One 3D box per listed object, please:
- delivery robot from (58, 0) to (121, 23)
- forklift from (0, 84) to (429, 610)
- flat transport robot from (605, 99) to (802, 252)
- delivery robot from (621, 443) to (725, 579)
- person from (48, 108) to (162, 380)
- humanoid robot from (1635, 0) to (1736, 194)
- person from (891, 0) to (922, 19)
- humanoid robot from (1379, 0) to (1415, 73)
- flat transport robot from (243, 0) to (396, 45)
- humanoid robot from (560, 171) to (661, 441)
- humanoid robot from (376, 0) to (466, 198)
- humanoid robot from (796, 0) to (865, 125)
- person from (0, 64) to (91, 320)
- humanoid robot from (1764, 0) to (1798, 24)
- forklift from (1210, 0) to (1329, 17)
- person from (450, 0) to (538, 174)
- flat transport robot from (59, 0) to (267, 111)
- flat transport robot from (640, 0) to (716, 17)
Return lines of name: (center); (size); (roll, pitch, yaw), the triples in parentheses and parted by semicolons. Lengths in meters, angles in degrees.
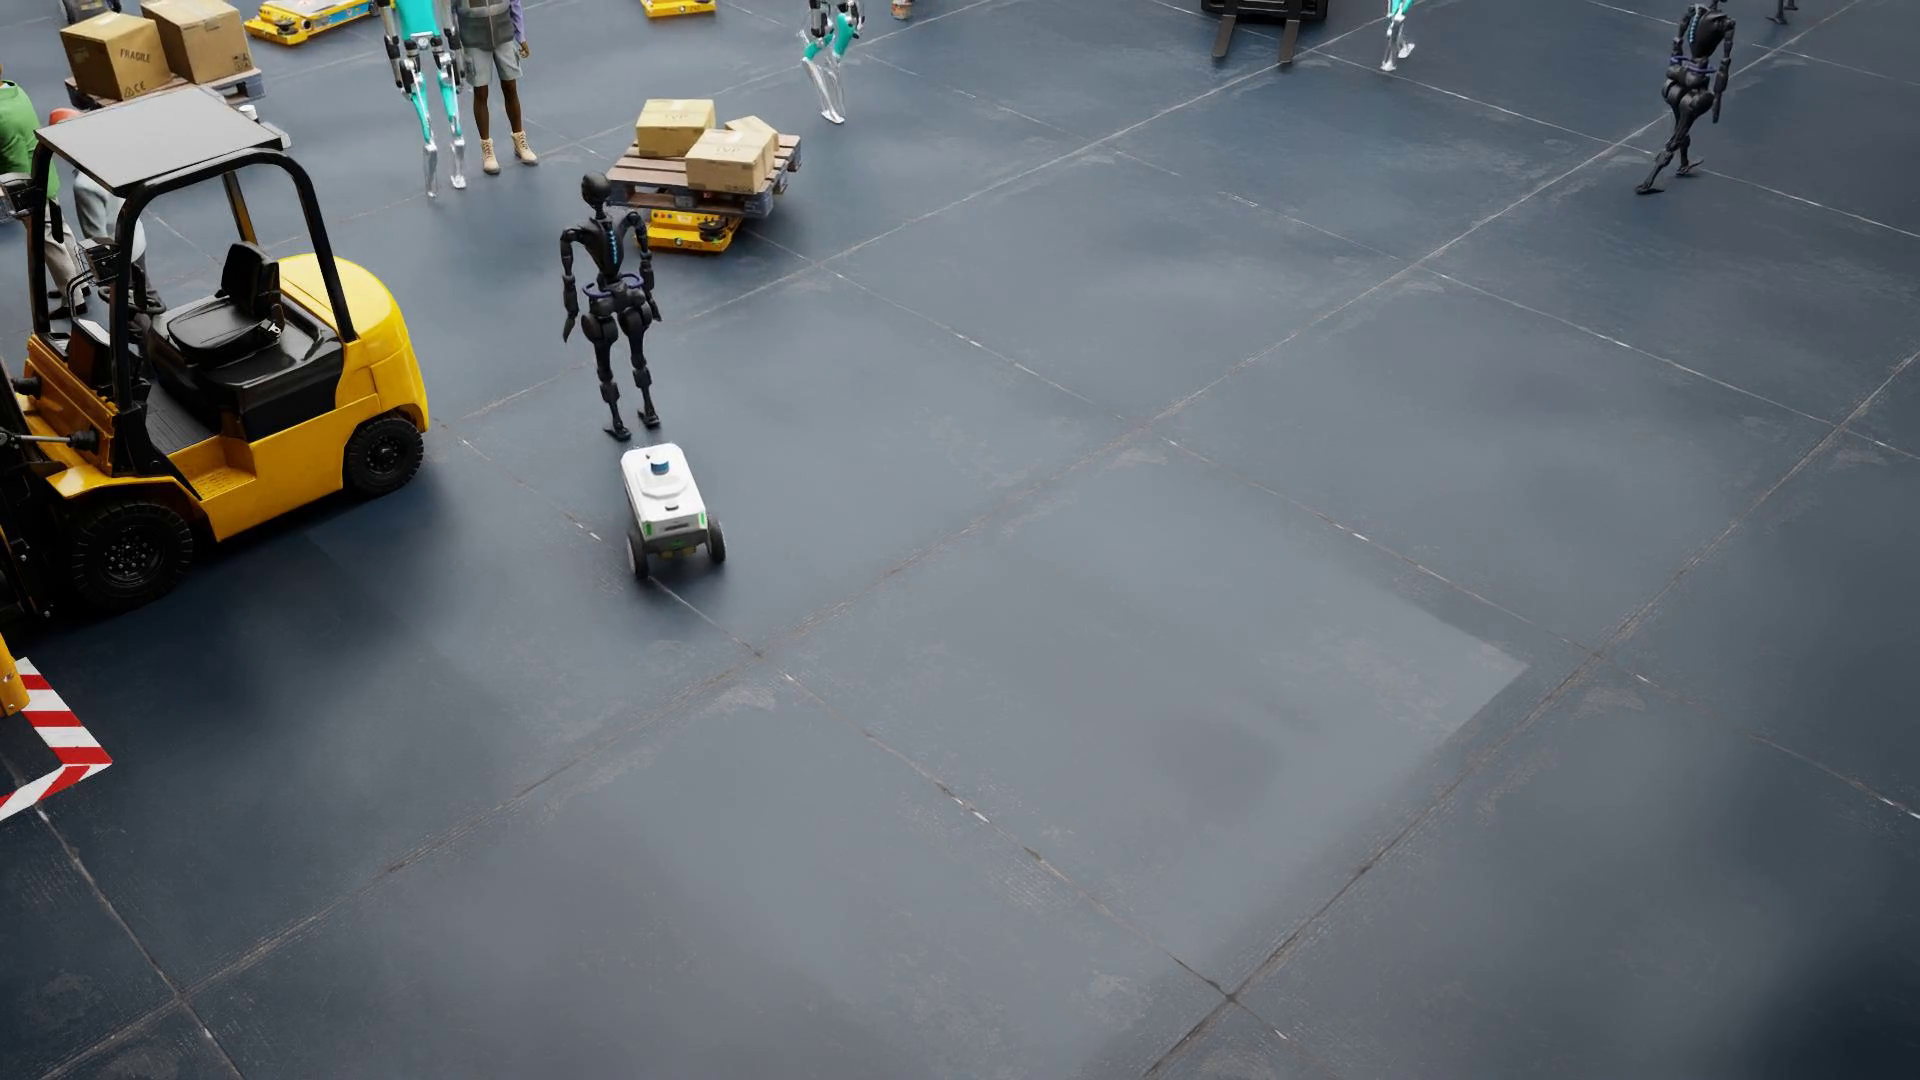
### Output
delivery robot: (-8.388, -5.285, 15.848); (0.499, 0.614, 0.815); (-25, 43, -30)
forklift: (-4.145, -1.093, 8.856); (2.313, 2.155, 1.214); (-31, 47, -34)
flat transport robot: (-1.884, -2.572, 12.439); (0.659, 0.231, 1.431); (7, 37, 9)
delivery robot: (-1.594, -0.175, 9.008); (0.499, 0.614, 0.815); (-12, 38, -16)
person: (-5.187, -1.803, 10.180); (0.352, 1.742, 0.572); (-3, 37, -4)
humanoid robot: (5.519, -3.413, 12.407); (0.733, 1.629, 0.603); (-13, 39, -17)
person: (-0.470, -5.880, 15.522); (0.357, 1.893, 0.738); (2, 37, 3)
humanoid robot: (3.805, -4.817, 14.250); (0.548, 1.753, 1.037); (21, 42, 26)
flat transport robot: (-5.992, -5.037, 15.740); (0.659, 0.231, 1.431); (22, 42, 27)
humanoid robot: (-2.020, -1.354, 9.630); (0.591, 1.657, 0.329); (-23, 42, -27)
humanoid robot: (-3.888, -3.341, 12.278); (0.535, 1.836, 0.673); (-13, 39, -17)
humanoid robot: (-1.091, -4.183, 13.429); (0.532, 1.865, 0.678); (-27, 45, -32)
person: (-6.056, -2.303, 10.815); (0.383, 1.784, 0.538); (-10, 38, -12)
humanoid robot: (7.766, -5.629, 15.364); (0.615, 1.642, 0.377); (-10, 38, -14)
forklift: (3.106, -6.400, 15.960); (1.214, 2.155, 2.313); (8, 37, 10)
person: (-3.575, -3.809, 12.616); (0.606, 2.044, 0.369); (-20, 41, -24)
flat transport robot: (-6.495, -3.522, 13.711); (1.431, 0.231, 0.659); (30, 46, 34)
flat transport robot: (-2.873, -5.472, 16.322); (0.659, 0.231, 1.431); (-12, 38, -15)
